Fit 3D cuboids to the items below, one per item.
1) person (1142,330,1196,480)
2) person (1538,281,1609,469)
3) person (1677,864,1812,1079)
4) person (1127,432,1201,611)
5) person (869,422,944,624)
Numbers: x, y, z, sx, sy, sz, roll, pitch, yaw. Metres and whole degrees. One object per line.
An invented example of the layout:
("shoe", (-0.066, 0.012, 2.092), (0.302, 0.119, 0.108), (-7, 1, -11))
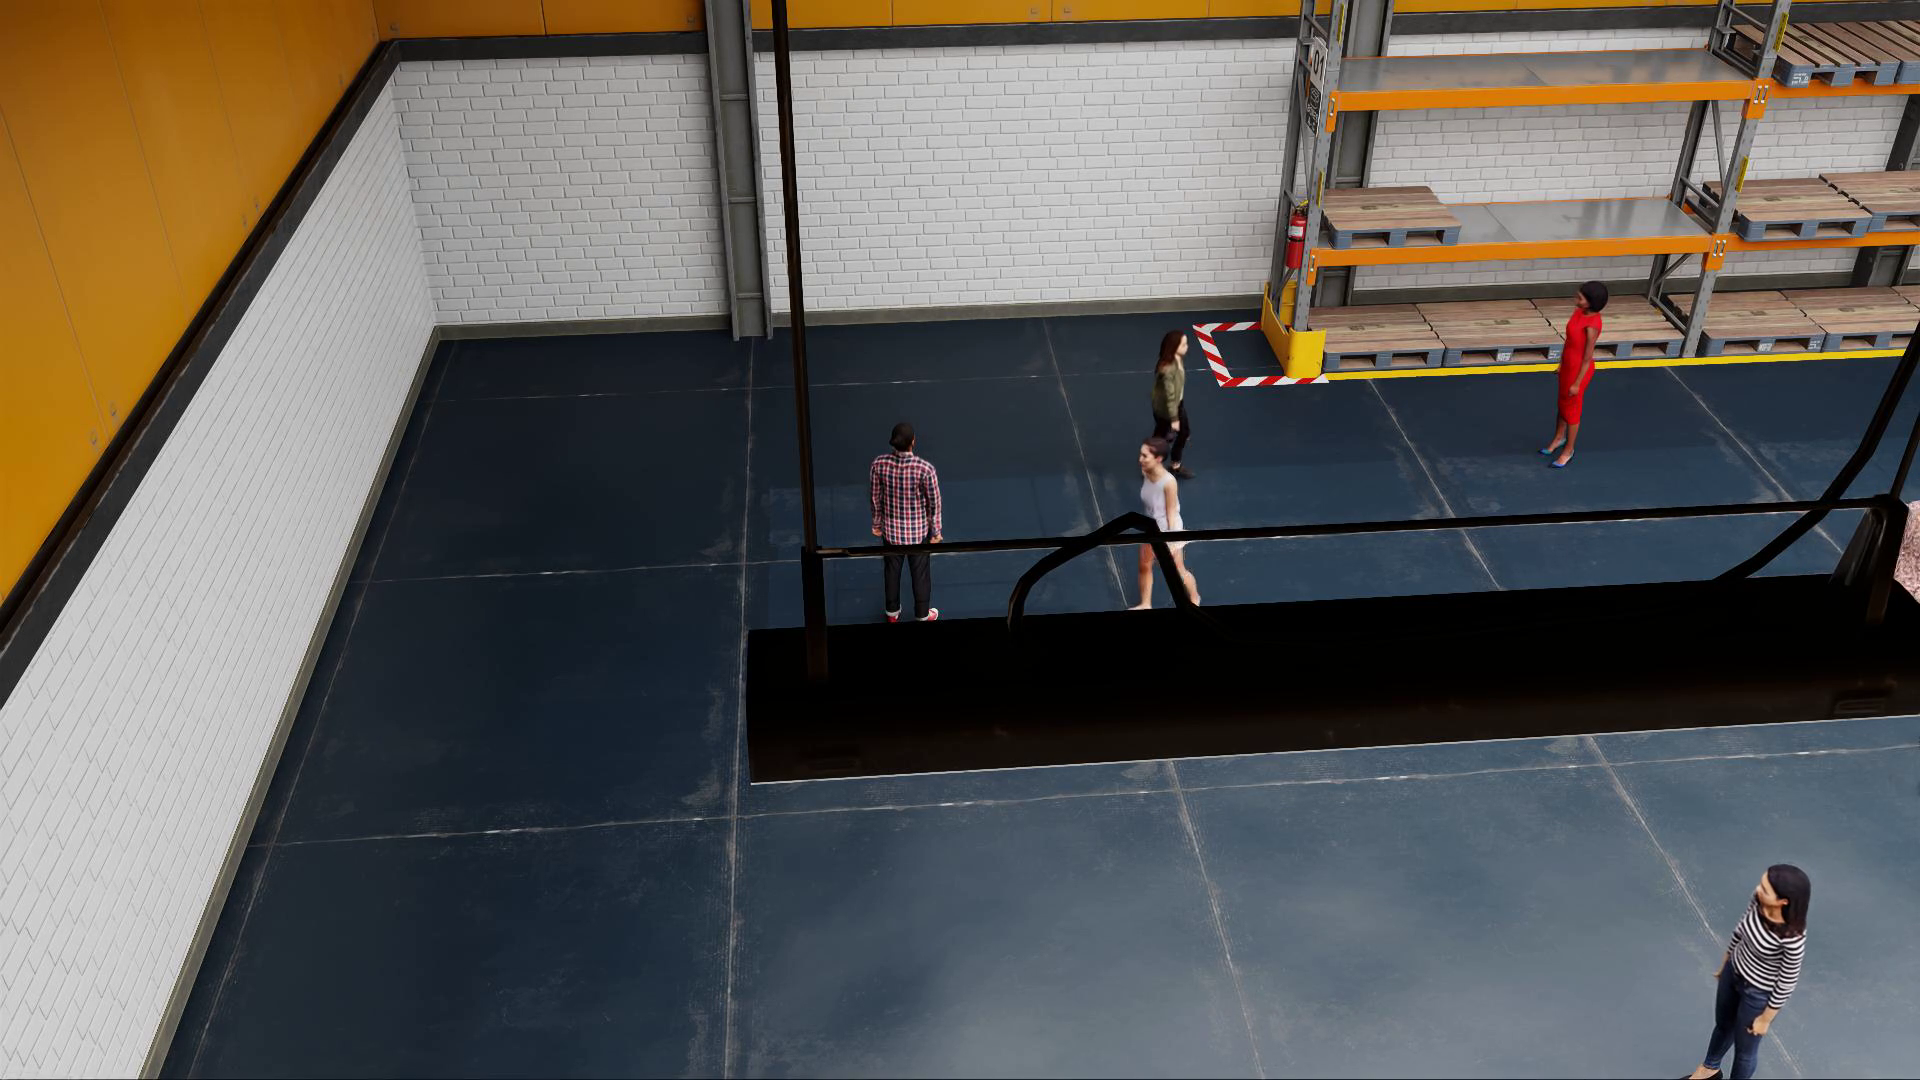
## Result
("person", (1.707, -1.126, 14.211), (0.794, 1.460, 0.733), (14, 36, 20))
("person", (5.344, -1.444, 14.430), (0.502, 1.747, 0.575), (-1, 34, -2))
("person", (4.120, 2.354, 8.673), (0.498, 1.793, 0.577), (-4, 34, -6))
("person", (1.582, -0.103, 12.554), (0.928, 1.590, 0.794), (-20, 39, -28))
("person", (-0.406, -0.106, 12.403), (0.632, 1.761, 0.824), (7, 34, 10))
